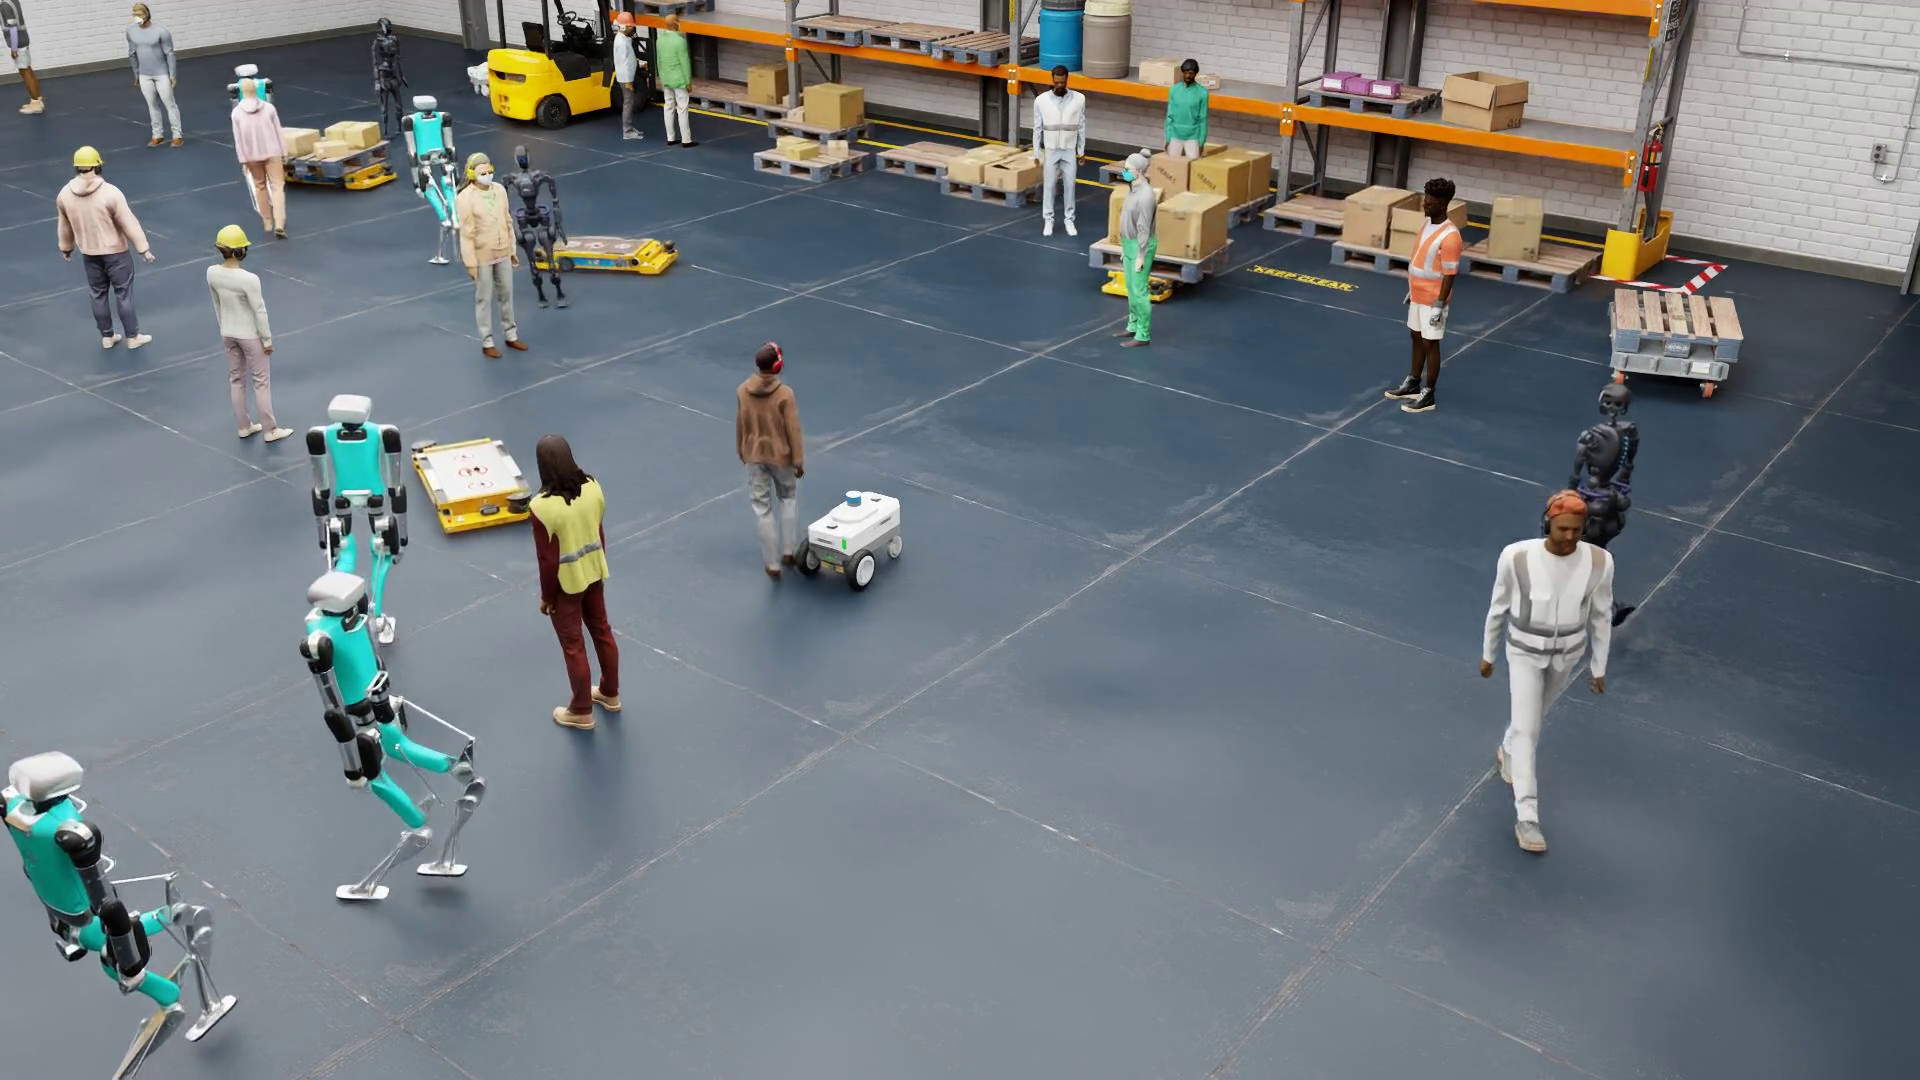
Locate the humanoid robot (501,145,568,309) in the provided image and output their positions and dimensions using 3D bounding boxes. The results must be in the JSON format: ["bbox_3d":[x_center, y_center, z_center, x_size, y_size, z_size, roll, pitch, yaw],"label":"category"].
[{"bbox_3d":[-4.168,-3.071,16.311,0.585,1.638,0.380,-6,26,-12],"label":"humanoid robot"}]

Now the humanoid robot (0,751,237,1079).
[{"bbox_3d":[-3.324,1.520,6.777,0.548,1.756,1.032,15,29,28],"label":"humanoid robot"}]

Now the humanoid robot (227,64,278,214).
[{"bbox_3d":[-8.402,-4.779,19.722,0.721,1.740,0.531,23,34,39],"label":"humanoid robot"}]

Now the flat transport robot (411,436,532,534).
[{"bbox_3d":[-3.669,-0.445,12.493,0.659,0.231,1.431,-12,28,-23],"label":"flat transport robot"}]

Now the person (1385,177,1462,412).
[{"bbox_3d":[3.893,-2.042,13.850,0.368,1.966,0.602,-4,26,-9],"label":"person"}]

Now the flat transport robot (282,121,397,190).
[{"bbox_3d":[-8.017,-4.694,21.291,1.431,0.231,0.659,8,27,16],"label":"flat transport robot"}]

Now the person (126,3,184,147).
[{"bbox_3d":[-11.074,-6.393,22.892,0.628,1.940,0.378,2,26,4],"label":"person"}]

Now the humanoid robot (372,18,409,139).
[{"bbox_3d":[-8.050,-6.506,23.428,0.335,1.650,0.608,11,28,21],"label":"humanoid robot"}]

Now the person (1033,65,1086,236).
[{"bbox_3d":[1.119,-4.405,18.817,0.596,1.907,0.410,-2,26,-5],"label":"person"}]

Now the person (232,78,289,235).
[{"bbox_3d":[-7.886,-4.320,18.823,0.536,1.753,0.837,-8,27,-16],"label":"person"}]

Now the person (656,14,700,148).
[{"bbox_3d":[-3.914,-6.320,22.918,0.539,1.784,0.385,16,30,29],"label":"person"}]

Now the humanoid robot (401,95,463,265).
[{"bbox_3d":[-5.502,-3.750,17.739,0.536,1.862,0.784,-19,31,-33],"label":"humanoid robot"}]

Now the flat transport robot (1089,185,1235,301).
[{"bbox_3d":[2.097,-2.791,17.350,0.659,0.231,1.431,15,29,28],"label":"flat transport robot"}]

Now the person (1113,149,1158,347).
[{"bbox_3d":[1.631,-2.700,15.369,0.341,1.838,0.510,-6,26,-13],"label":"person"}]

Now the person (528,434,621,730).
[{"bbox_3d":[-2.160,0.245,9.338,0.381,1.770,0.467,17,31,31],"label":"person"}]

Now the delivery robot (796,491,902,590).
[{"bbox_3d":[-0.733,-0.021,11.308,0.499,0.614,0.791,15,30,28],"label":"delivery robot"}]

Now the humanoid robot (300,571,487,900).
[{"bbox_3d":[-2.633,0.973,7.884,0.861,1.785,0.545,1,26,3],"label":"humanoid robot"}]

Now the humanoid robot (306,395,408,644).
[{"bbox_3d":[-3.520,0.073,9.791,0.554,1.763,1.060,-5,26,-10],"label":"humanoid robot"}]

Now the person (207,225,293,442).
[{"bbox_3d":[-5.679,-1.636,13.247,0.518,1.759,0.327,10,28,20],"label":"person"}]

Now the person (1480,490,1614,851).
[{"bbox_3d":[3.010,0.594,8.544,0.595,1.831,0.978,1,26,2],"label":"person"}]

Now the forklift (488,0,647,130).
[{"bbox_3d":[-5.874,-7.334,24.552,1.214,2.155,2.313,19,32,34],"label":"forklift"}]

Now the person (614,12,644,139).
[{"bbox_3d":[-4.670,-6.536,23.417,0.350,1.737,0.572,-4,26,-9],"label":"person"}]

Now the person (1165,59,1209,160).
[{"bbox_3d":[2.659,-4.714,19.528,0.507,1.841,0.399,10,28,20],"label":"person"}]

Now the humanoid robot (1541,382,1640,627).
[{"bbox_3d":[3.967,-0.157,10.283,0.600,1.645,0.507,-13,29,-26],"label":"humanoid robot"}]

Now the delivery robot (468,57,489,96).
[{"bbox_3d":[-7.448,-7.422,26.635,0.786,0.614,0.514,-19,32,-34],"label":"delivery robot"}]

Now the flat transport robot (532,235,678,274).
[{"bbox_3d":[-3.834,-3.074,17.937,1.431,0.231,0.659,4,26,8],"label":"flat transport robot"}]

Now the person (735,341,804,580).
[{"bbox_3d":[-1.273,-0.536,11.107,0.469,1.625,0.474,1,26,2],"label":"person"}]

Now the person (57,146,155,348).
[{"bbox_3d":[-7.856,-2.659,15.254,0.809,1.858,0.438,0,26,1],"label":"person"}]

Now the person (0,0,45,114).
[{"bbox_3d":[-14.171,-7.442,24.946,0.394,2.042,0.608,-7,27,-14],"label":"person"}]

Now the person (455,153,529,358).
[{"bbox_3d":[-4.280,-2.584,15.096,0.398,1.868,0.563,19,31,33],"label":"person"}]
